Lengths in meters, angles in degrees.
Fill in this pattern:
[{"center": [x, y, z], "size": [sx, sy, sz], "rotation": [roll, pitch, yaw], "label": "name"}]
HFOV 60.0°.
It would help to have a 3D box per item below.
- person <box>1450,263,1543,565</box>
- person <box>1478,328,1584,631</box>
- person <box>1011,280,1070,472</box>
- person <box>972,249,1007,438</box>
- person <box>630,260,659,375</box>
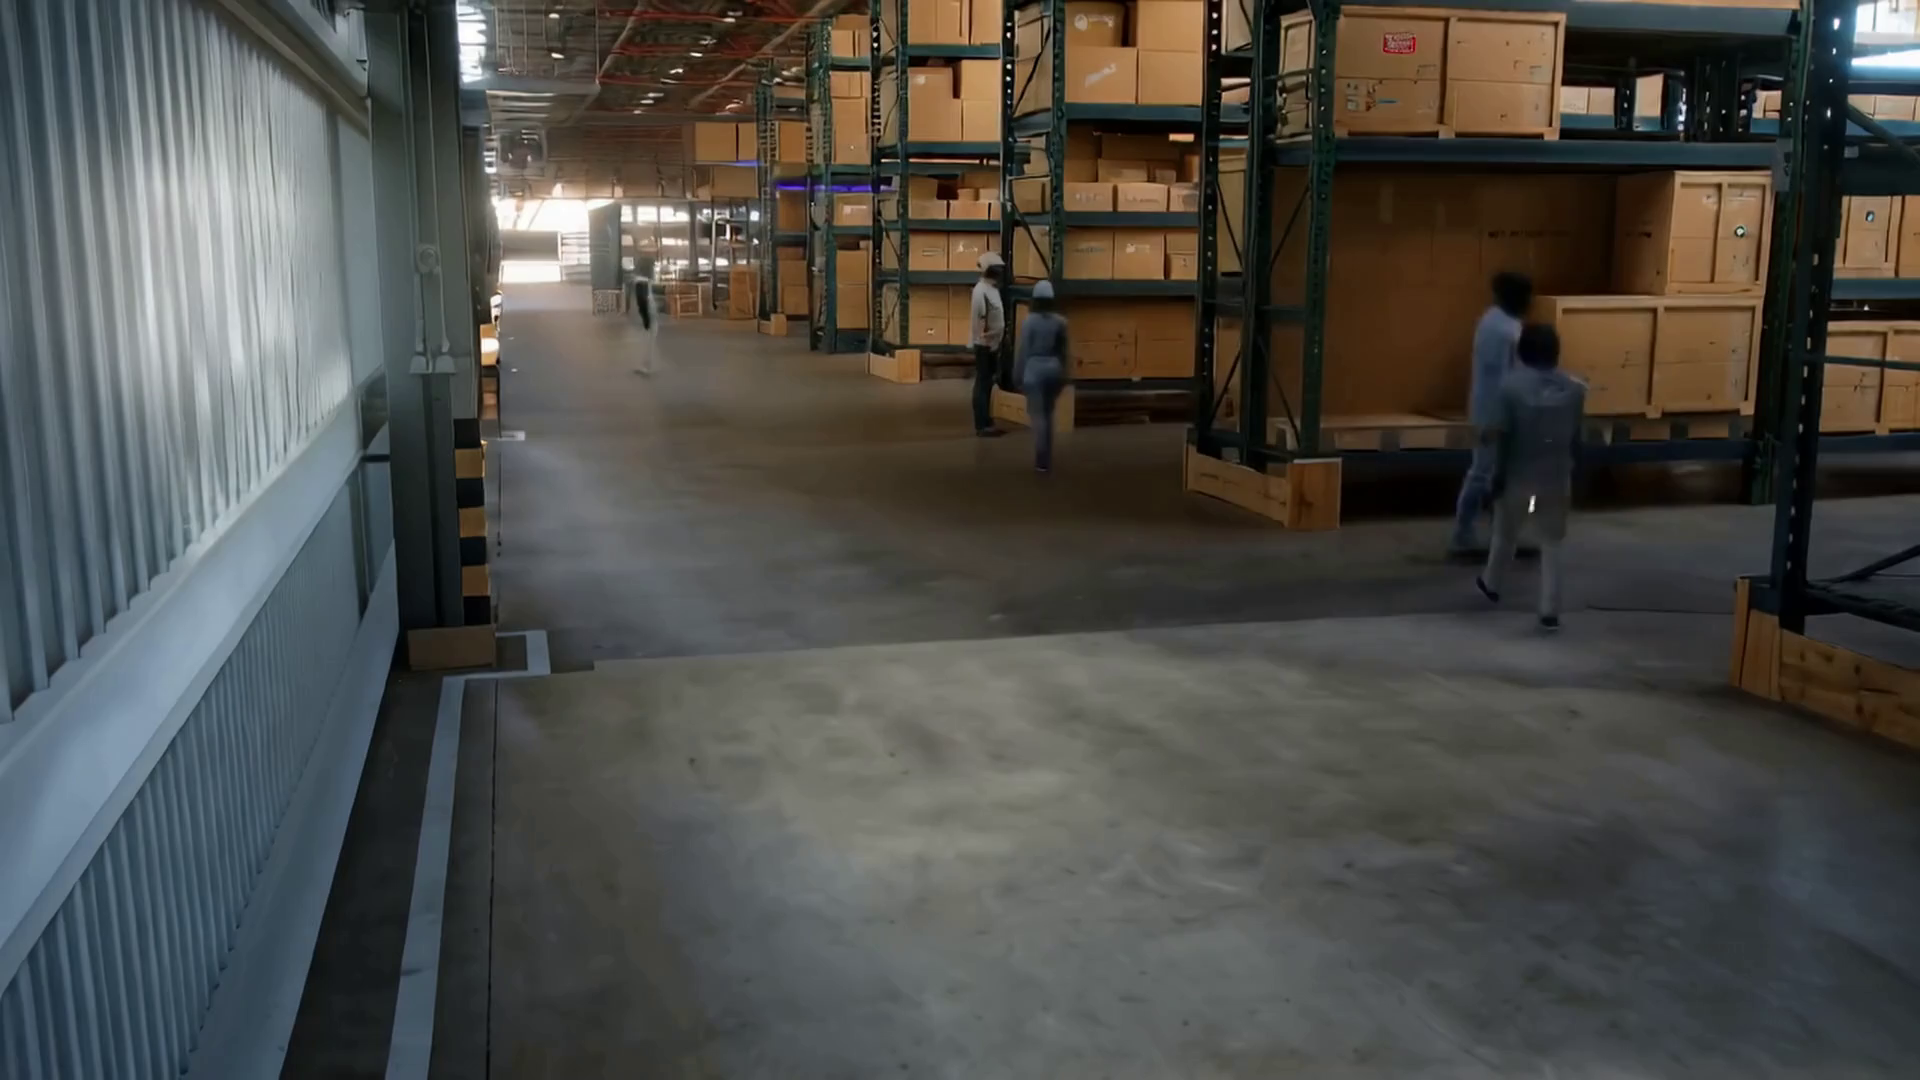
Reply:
[{"center": [3.522, -0.769, 10.469], "size": [0.813, 1.908, 0.649], "rotation": [5, 11, 26], "label": "person"}, {"center": [3.087, -0.343, 8.975], "size": [0.525, 1.585, 0.894], "rotation": [1, 10, 4], "label": "person"}, {"center": [0.722, -1.493, 15.128], "size": [0.502, 1.717, 0.745], "rotation": [-2, 10, -11], "label": "person"}, {"center": [0.310, -2.092, 17.726], "size": [0.381, 1.994, 0.614], "rotation": [2, 10, 12], "label": "person"}, {"center": [-4.989, -3.492, 26.202], "size": [0.495, 1.805, 0.647], "rotation": [0, 10, 0], "label": "person"}]
